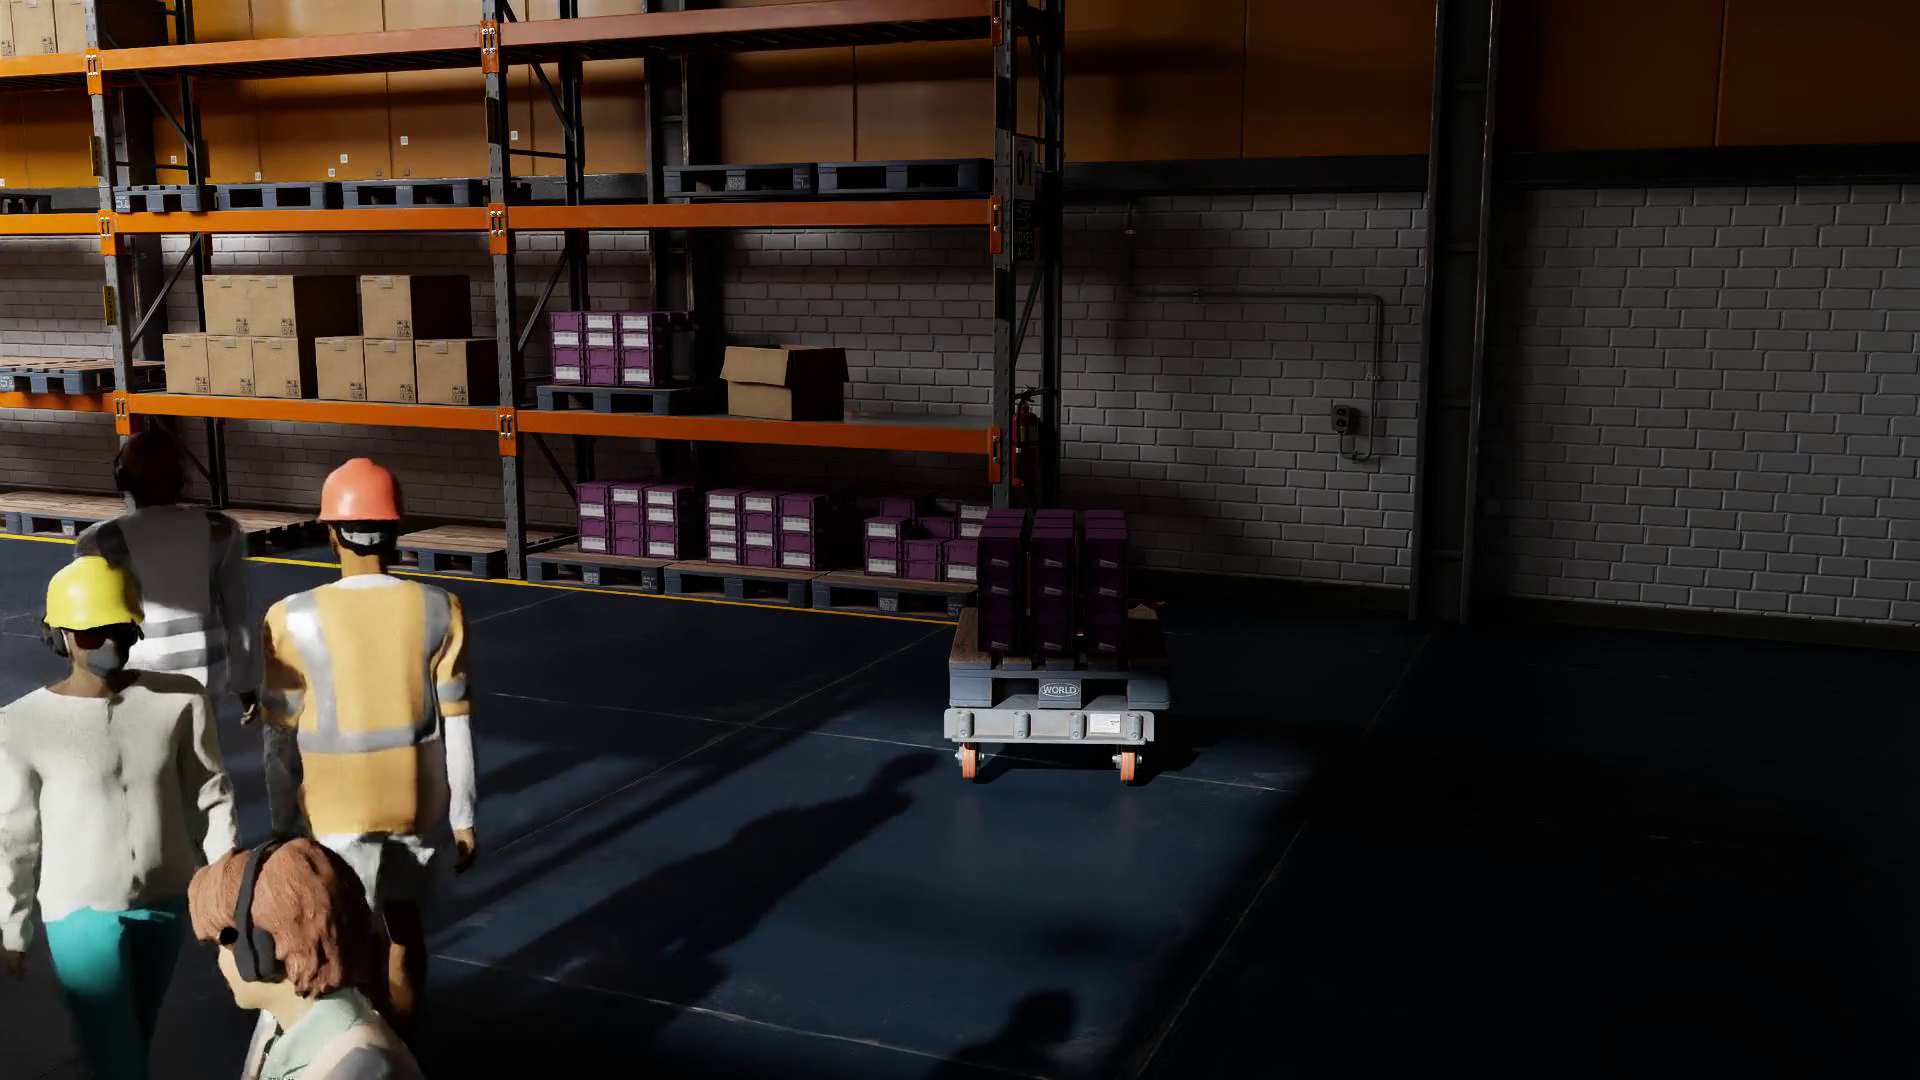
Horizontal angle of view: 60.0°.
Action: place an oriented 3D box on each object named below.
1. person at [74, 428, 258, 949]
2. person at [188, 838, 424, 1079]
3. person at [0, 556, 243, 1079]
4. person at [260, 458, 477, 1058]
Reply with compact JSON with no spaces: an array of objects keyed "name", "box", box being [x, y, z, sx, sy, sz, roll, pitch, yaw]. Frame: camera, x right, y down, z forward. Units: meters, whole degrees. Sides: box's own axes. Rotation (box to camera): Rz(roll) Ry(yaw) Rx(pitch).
[{"name":"person","box":[-2.796,0.524,5.942,0.582,1.852,0.908,-9,13,-43]},{"name":"person","box":[-0.840,1.222,2.399,0.357,1.629,0.666,-7,12,-36]},{"name":"person","box":[-2.033,0.890,4.085,0.902,1.718,0.537,8,12,40]},{"name":"person","box":[-1.583,0.730,4.555,0.542,1.902,0.932,-6,11,-32]}]
